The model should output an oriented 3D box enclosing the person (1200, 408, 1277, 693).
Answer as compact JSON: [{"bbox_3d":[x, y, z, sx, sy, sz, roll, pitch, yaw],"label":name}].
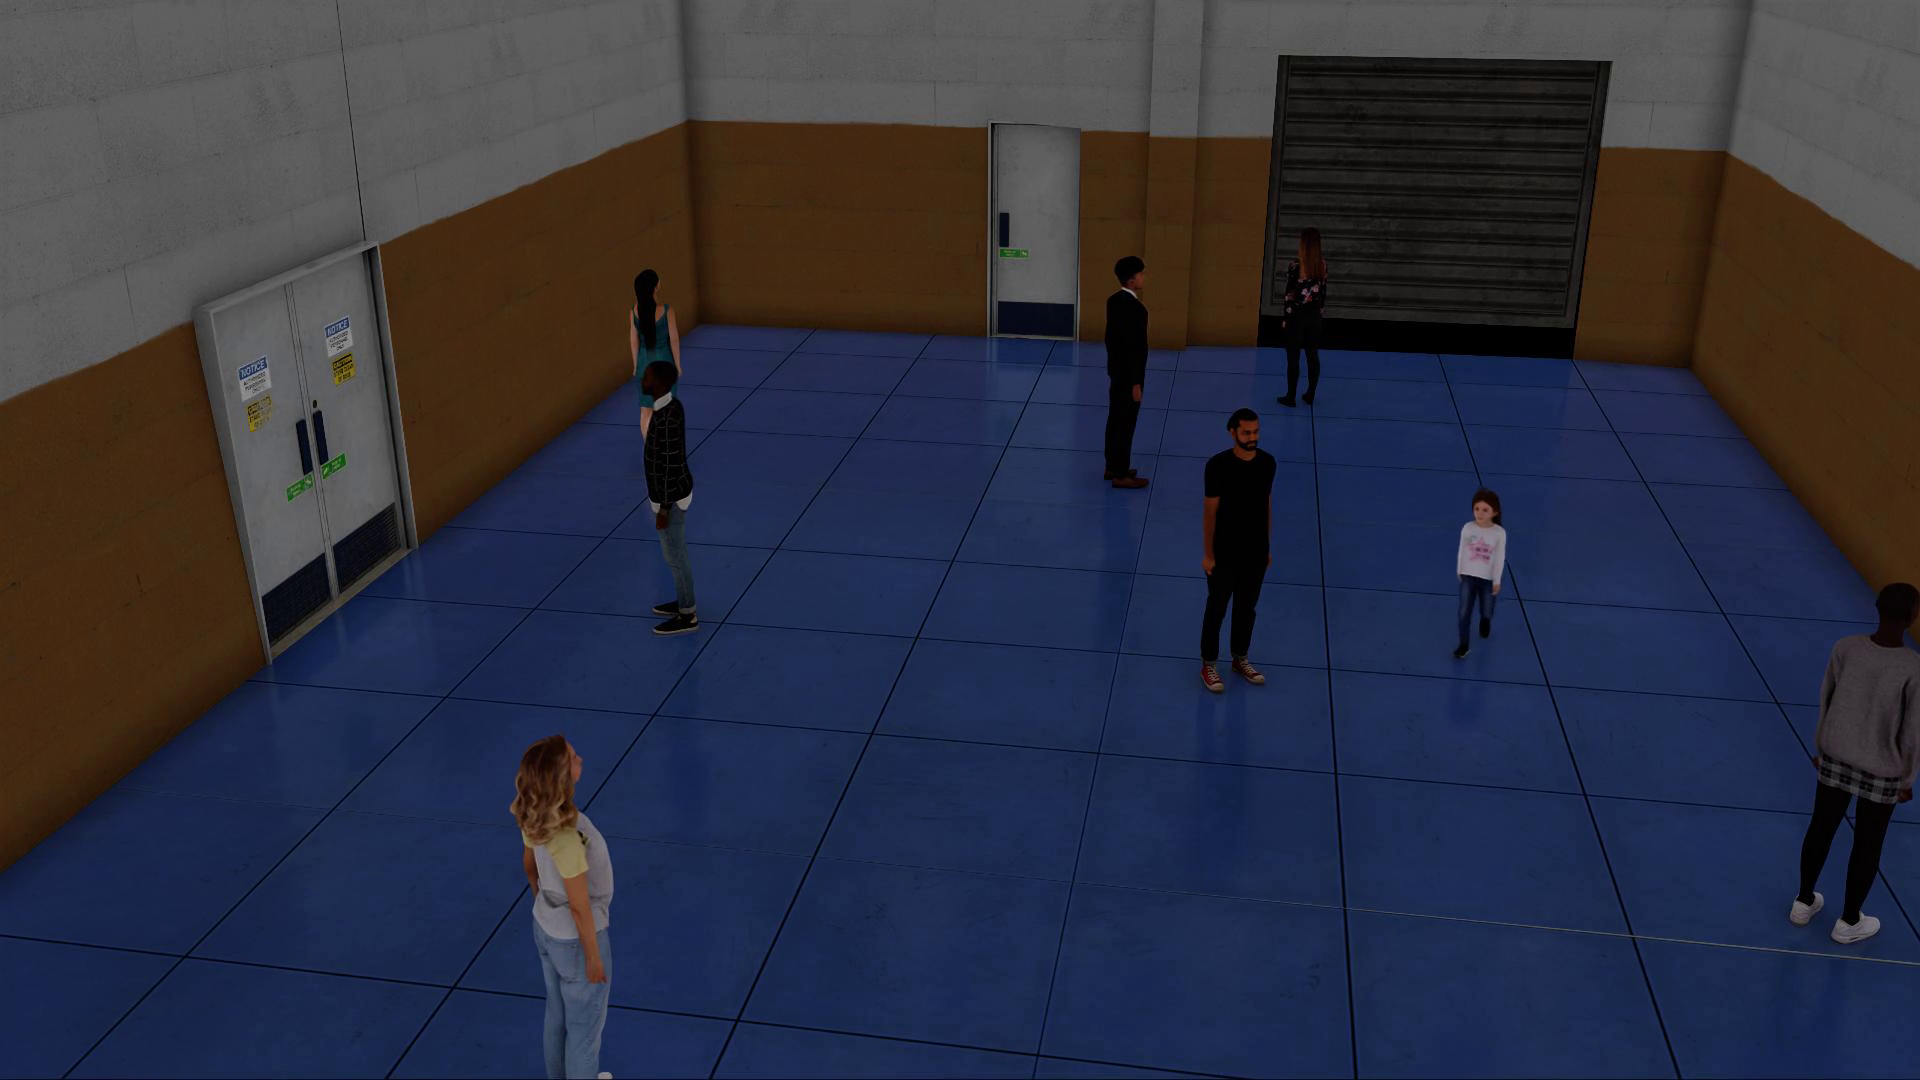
[{"bbox_3d":[1.677,0.045,10.082,0.689,1.758,0.786,-9,24,-21],"label":"person"}]

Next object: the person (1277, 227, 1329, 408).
[{"bbox_3d":[3.199,-2.071,15.449,0.595,1.683,0.703,-8,23,-18],"label":"person"}]

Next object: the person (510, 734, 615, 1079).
[{"bbox_3d":[-1.510,1.528,6.419,0.768,1.723,0.694,-17,27,-36],"label":"person"}]

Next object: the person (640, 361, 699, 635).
[{"bbox_3d":[-1.878,-0.292,10.838,0.673,1.821,0.725,-3,22,-8],"label":"person"}]

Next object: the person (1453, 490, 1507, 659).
[{"bbox_3d":[3.318,0.198,10.582,0.649,1.101,0.615,12,25,28],"label":"person"}]

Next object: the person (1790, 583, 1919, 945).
[{"bbox_3d":[4.147,1.013,7.655,0.745,1.771,0.673,-16,27,-35],"label":"person"}]

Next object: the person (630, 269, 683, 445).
[{"bbox_3d":[-2.532,-1.420,13.826,0.447,1.686,0.641,1,22,3],"label":"person"}]

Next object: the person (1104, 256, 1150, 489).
[{"bbox_3d":[1.324,-1.357,13.404,0.715,1.884,0.769,-5,22,-13],"label":"person"}]
